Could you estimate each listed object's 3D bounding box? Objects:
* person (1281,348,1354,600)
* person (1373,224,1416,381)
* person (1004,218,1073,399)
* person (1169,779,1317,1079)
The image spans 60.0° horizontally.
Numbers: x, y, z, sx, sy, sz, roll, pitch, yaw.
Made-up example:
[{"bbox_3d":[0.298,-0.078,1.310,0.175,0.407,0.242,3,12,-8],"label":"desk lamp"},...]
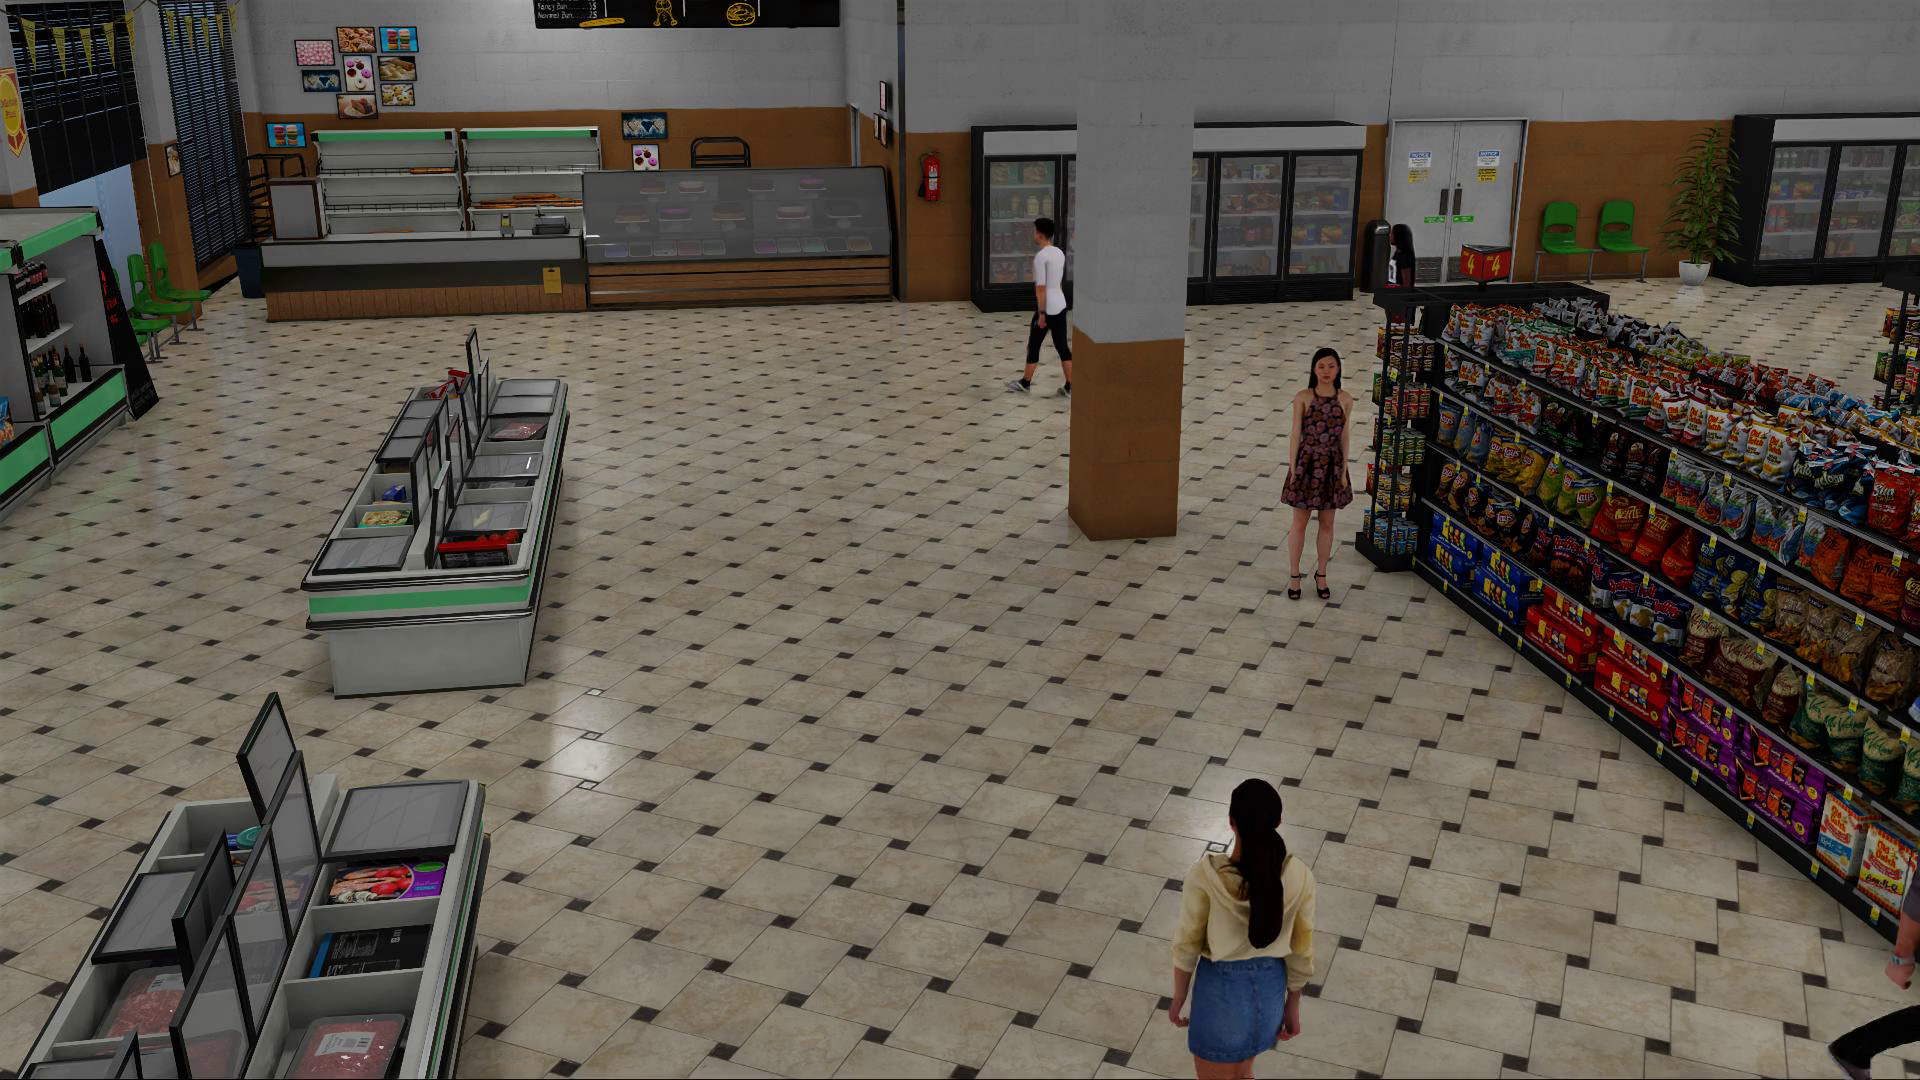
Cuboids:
[{"bbox_3d":[2.463,-0.449,11.442,0.701,1.774,0.710,0,19,-1],"label":"person"},{"bbox_3d":[4.612,-2.464,17.495,0.719,1.725,0.593,0,19,1],"label":"person"},{"bbox_3d":[0.974,-2.334,16.966,1.125,1.817,1.060,15,23,37],"label":"person"},{"bbox_3d":[0.952,1.602,5.613,0.624,1.612,0.972,-3,19,-8],"label":"person"}]
